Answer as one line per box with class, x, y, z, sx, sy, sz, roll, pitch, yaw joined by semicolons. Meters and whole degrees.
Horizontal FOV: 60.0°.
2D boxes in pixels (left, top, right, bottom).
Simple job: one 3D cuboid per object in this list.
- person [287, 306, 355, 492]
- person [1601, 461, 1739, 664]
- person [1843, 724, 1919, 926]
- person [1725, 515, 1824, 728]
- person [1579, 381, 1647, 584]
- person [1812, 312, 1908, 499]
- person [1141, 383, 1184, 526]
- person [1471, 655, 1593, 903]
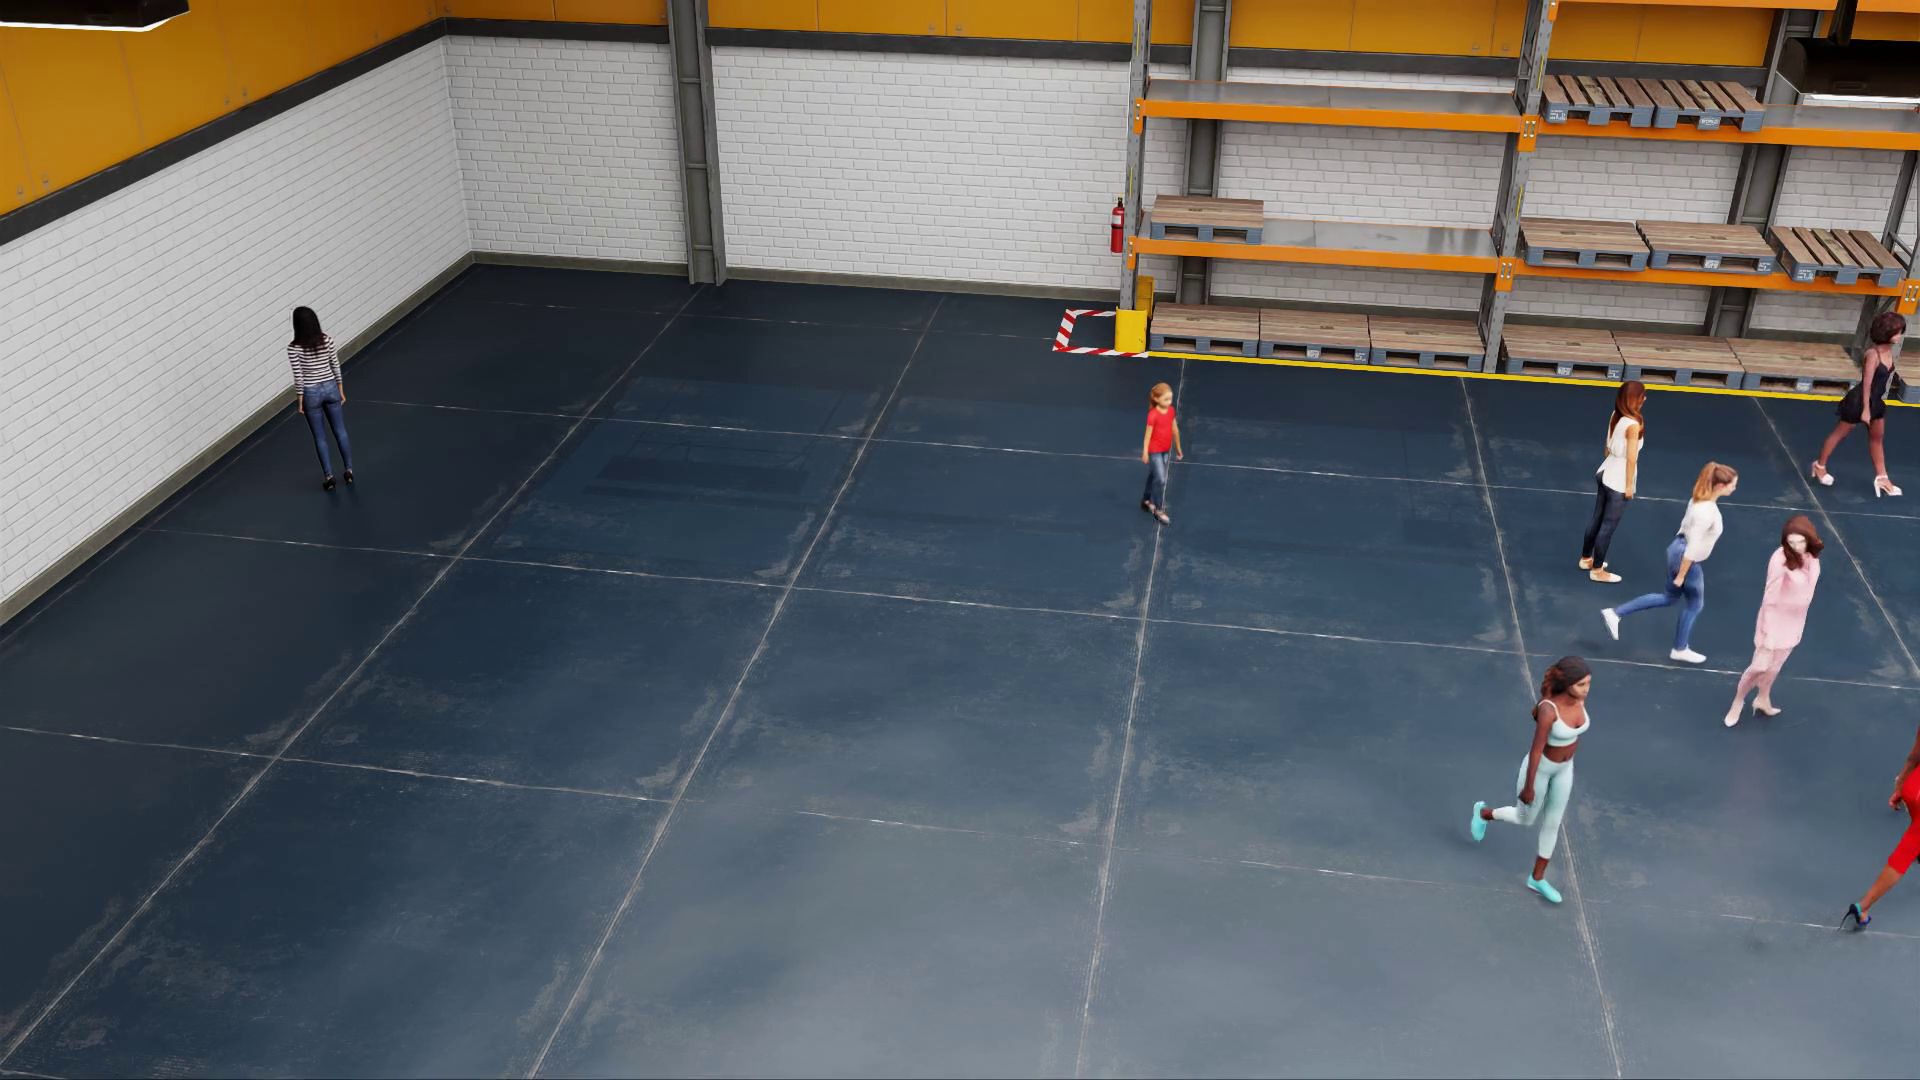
person;-5.890;-1.304;15.330;0.636;1.797;0.678;-21;35;-34
person;5.441;0.182;12.721;1.075;1.688;0.721;10;30;17
person;5.771;1.651;10.024;1.182;1.692;0.987;-11;30;-19
person;5.928;0.546;11.960;0.740;1.777;0.839;-23;36;-36
person;5.453;-0.500;13.869;0.598;1.785;0.644;-1;29;-2
person;8.218;-1.260;15.293;1.014;1.756;1.089;-20;34;-32
person;1.746;-0.833;14.990;0.679;1.295;0.763;-24;37;-37
person;3.612;1.427;10.414;0.992;1.710;1.000;-15;32;-26
